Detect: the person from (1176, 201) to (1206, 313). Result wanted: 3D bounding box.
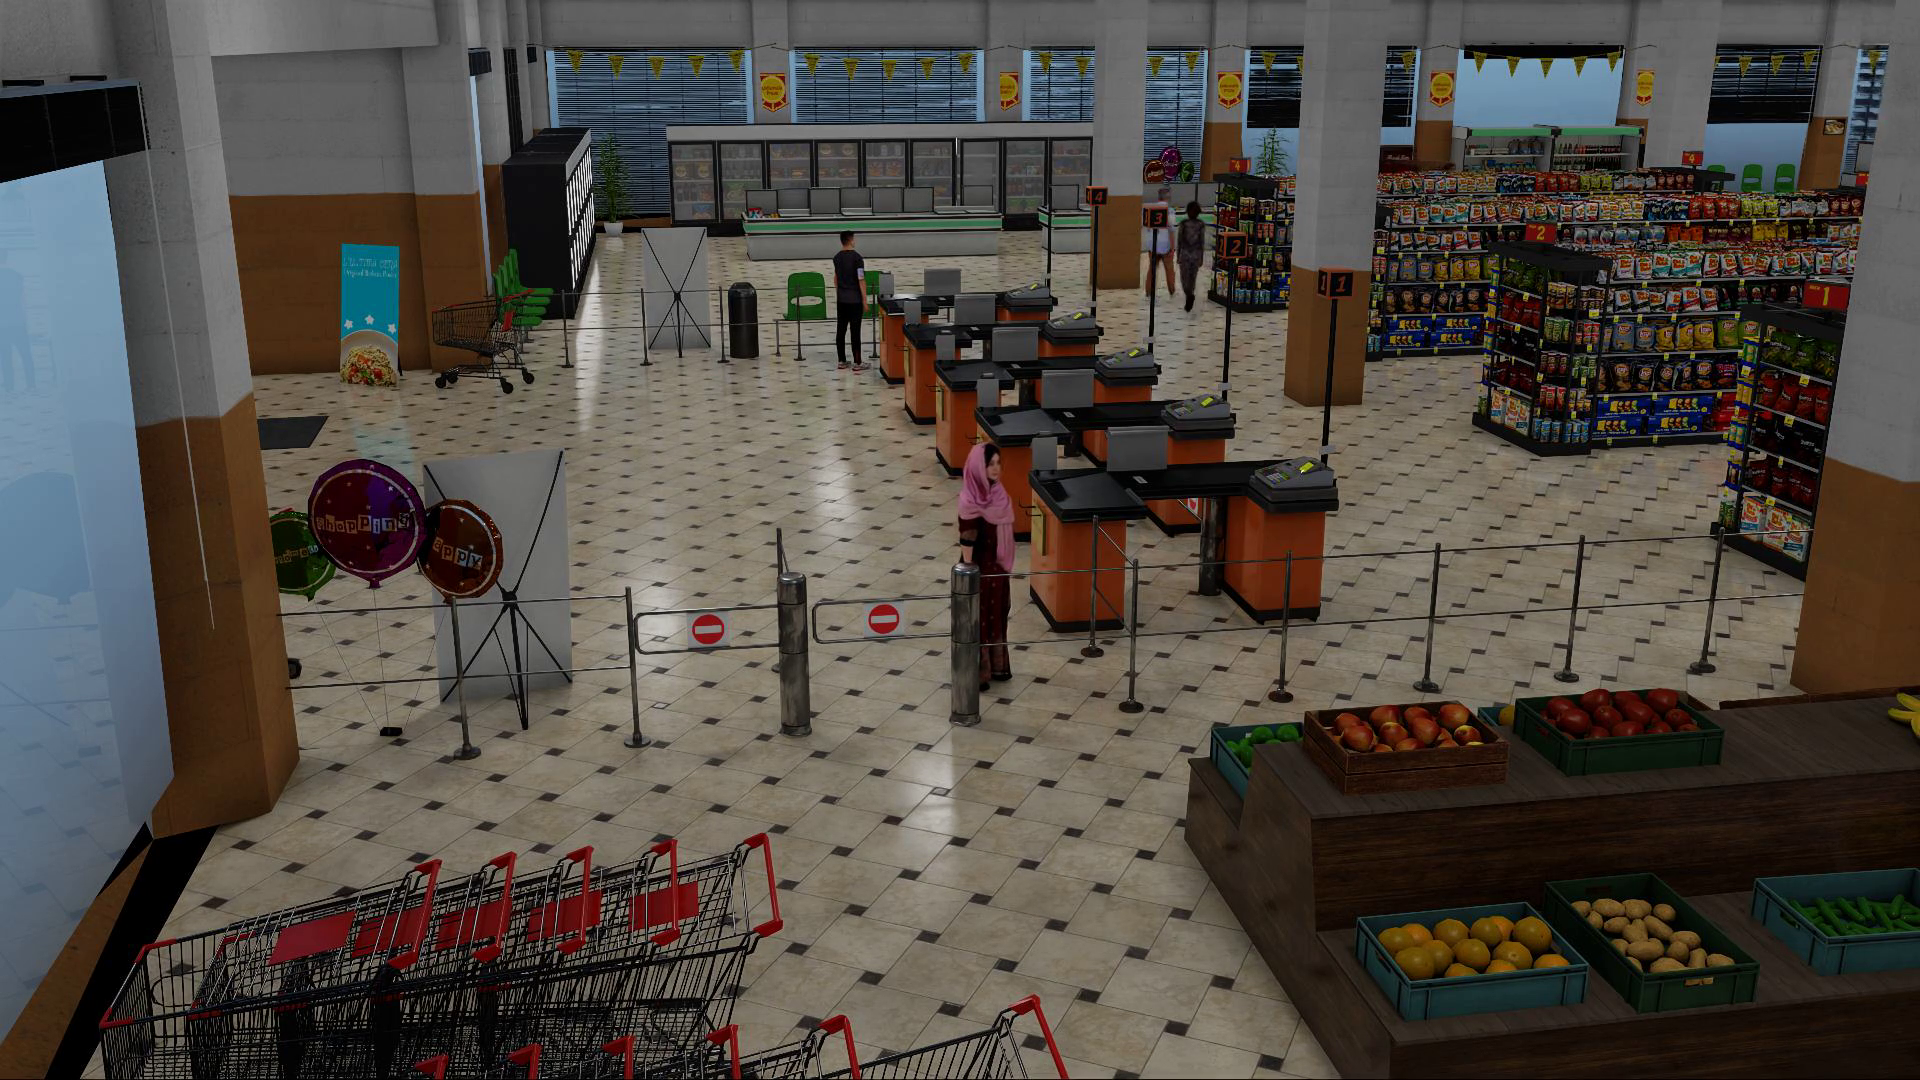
[{"bbox_3d":[3.532,-4.291,25.374,0.905,1.700,0.695,-1,17,-3],"label":"person"}]

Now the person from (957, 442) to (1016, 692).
[{"bbox_3d":[0.151,0.159,10.827,0.824,1.635,0.754,13,21,36],"label":"person"}]

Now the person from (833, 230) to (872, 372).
[{"bbox_3d":[-1.411,-3.055,21.192,0.713,1.764,0.775,11,20,33],"label":"person"}]

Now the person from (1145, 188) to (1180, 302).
[{"bbox_3d":[3.141,-4.646,26.430,1.195,1.766,1.252,12,21,35],"label":"person"}]
